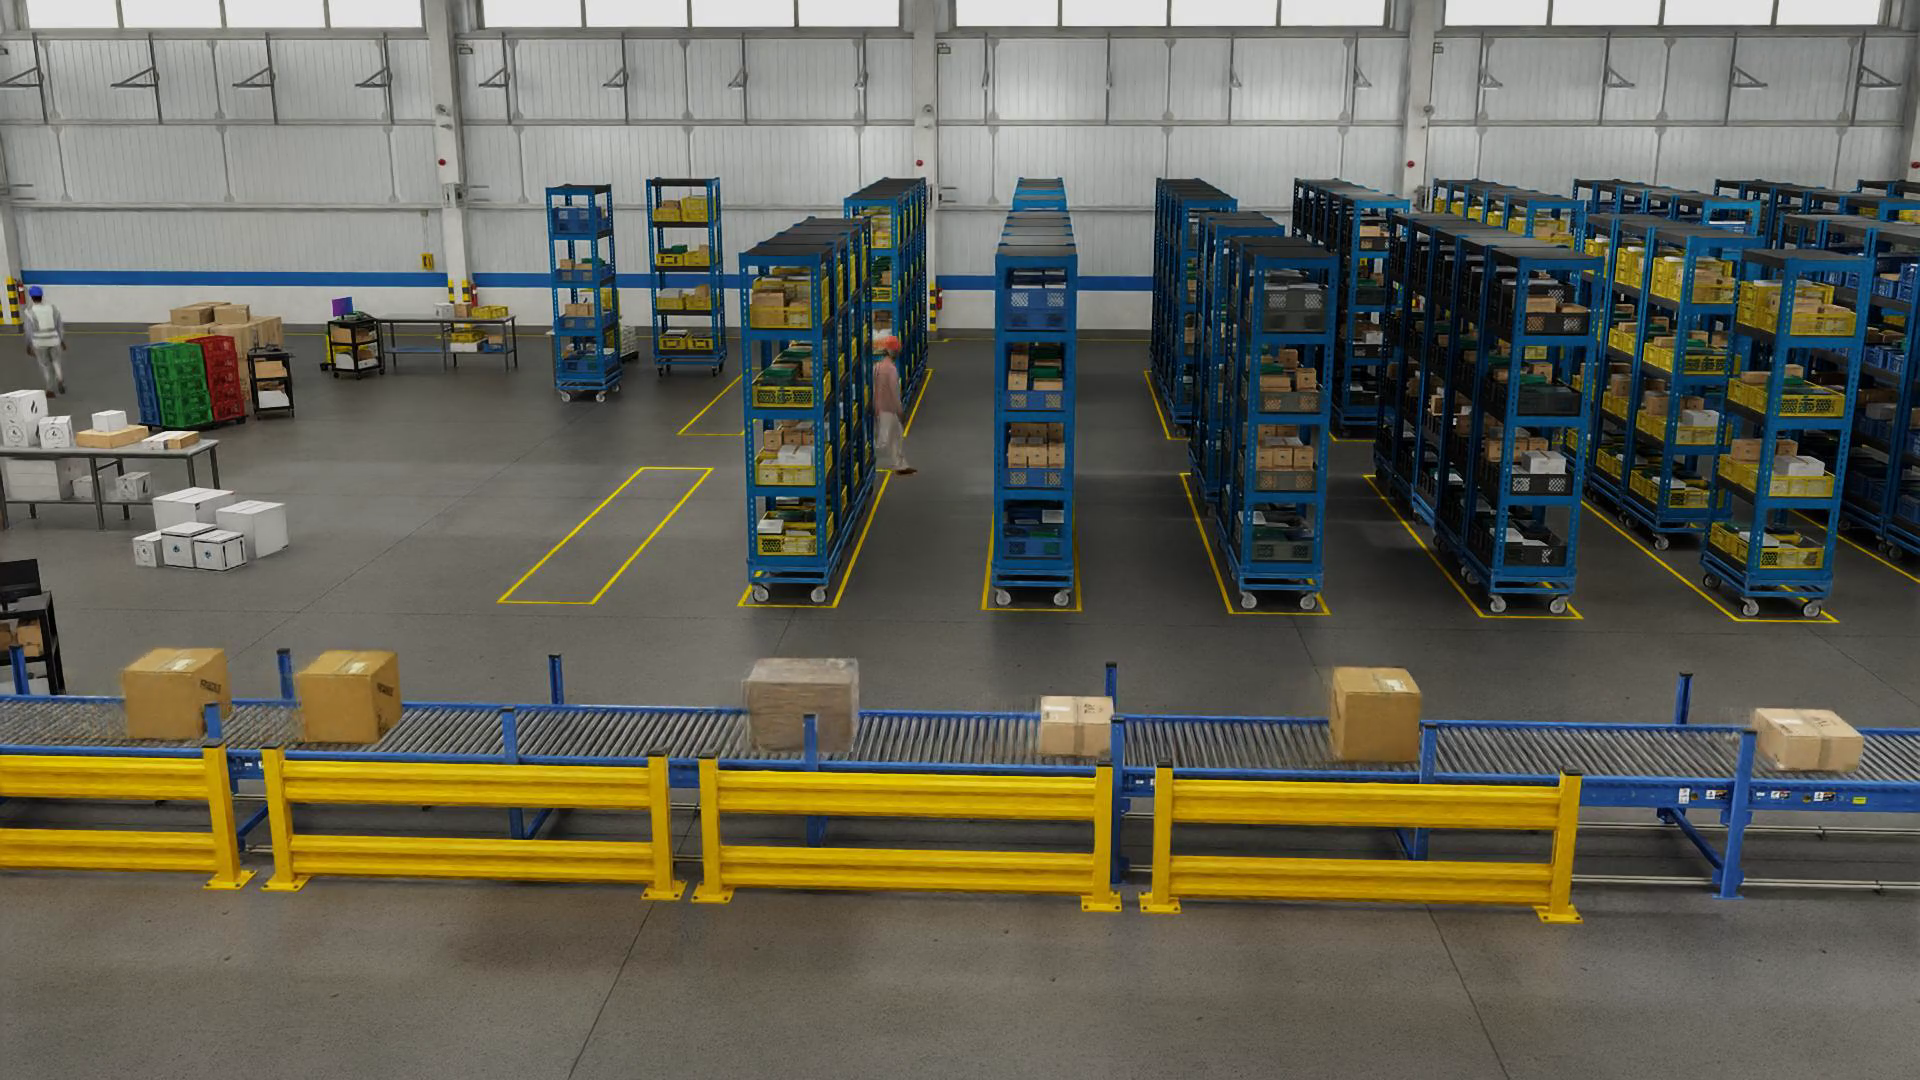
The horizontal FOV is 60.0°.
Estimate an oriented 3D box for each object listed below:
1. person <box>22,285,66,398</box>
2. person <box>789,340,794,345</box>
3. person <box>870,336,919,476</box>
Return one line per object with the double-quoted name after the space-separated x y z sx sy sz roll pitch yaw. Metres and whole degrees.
-15.666 -3.388 28.449 0.446 1.930 0.648 13 20 39 "person"
-2.840 -3.558 29.285 0.592 1.825 0.404 14 20 42 "person"
-1.054 -1.776 22.435 0.947 1.960 0.605 -4 16 -14 "person"
